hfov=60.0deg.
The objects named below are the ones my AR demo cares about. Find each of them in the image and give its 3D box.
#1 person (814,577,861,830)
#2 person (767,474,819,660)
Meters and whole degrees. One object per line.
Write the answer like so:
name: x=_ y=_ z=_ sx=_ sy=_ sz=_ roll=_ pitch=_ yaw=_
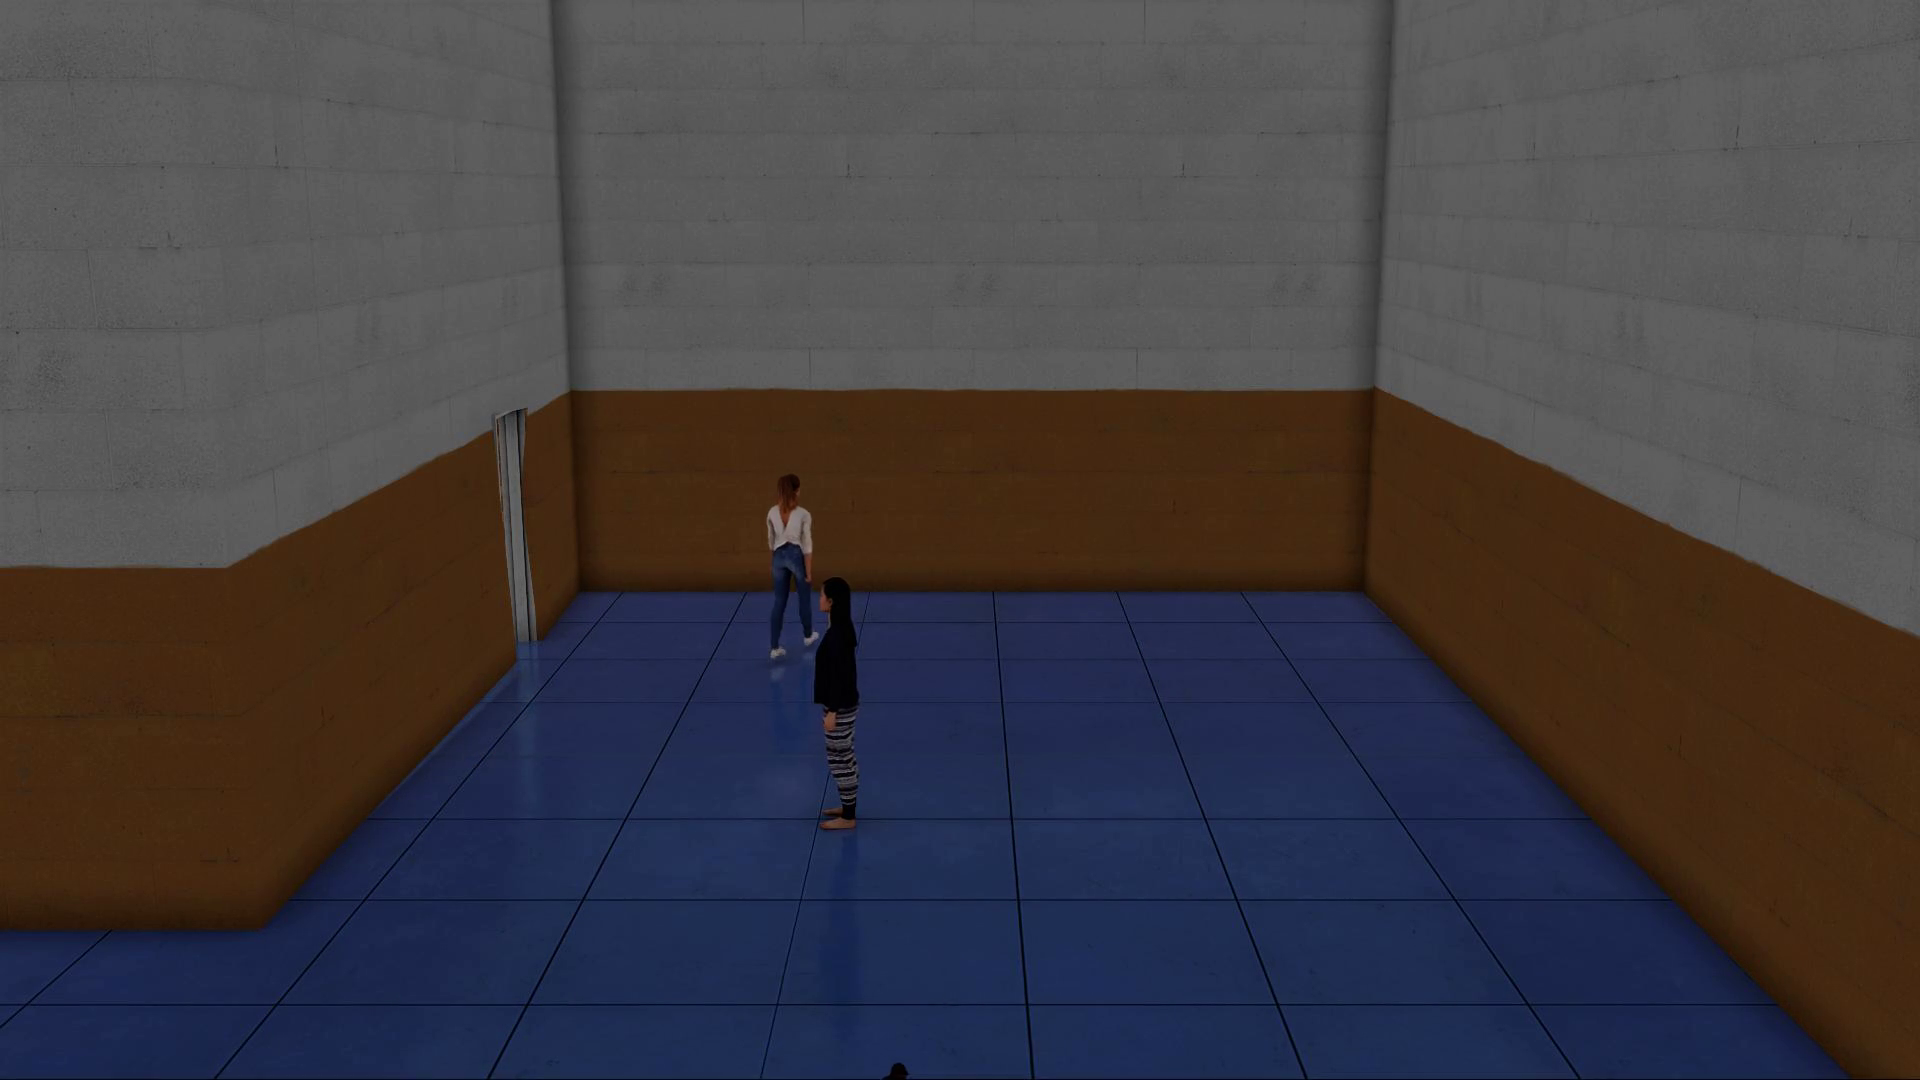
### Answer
person: x=-0.805 y=1.090 z=11.207 sx=0.526 sy=1.734 sz=0.613 roll=1 pitch=12 yaw=4
person: x=-1.590 y=0.280 z=15.201 sx=1.126 sy=1.674 sz=0.900 roll=4 pitch=12 yaw=17
